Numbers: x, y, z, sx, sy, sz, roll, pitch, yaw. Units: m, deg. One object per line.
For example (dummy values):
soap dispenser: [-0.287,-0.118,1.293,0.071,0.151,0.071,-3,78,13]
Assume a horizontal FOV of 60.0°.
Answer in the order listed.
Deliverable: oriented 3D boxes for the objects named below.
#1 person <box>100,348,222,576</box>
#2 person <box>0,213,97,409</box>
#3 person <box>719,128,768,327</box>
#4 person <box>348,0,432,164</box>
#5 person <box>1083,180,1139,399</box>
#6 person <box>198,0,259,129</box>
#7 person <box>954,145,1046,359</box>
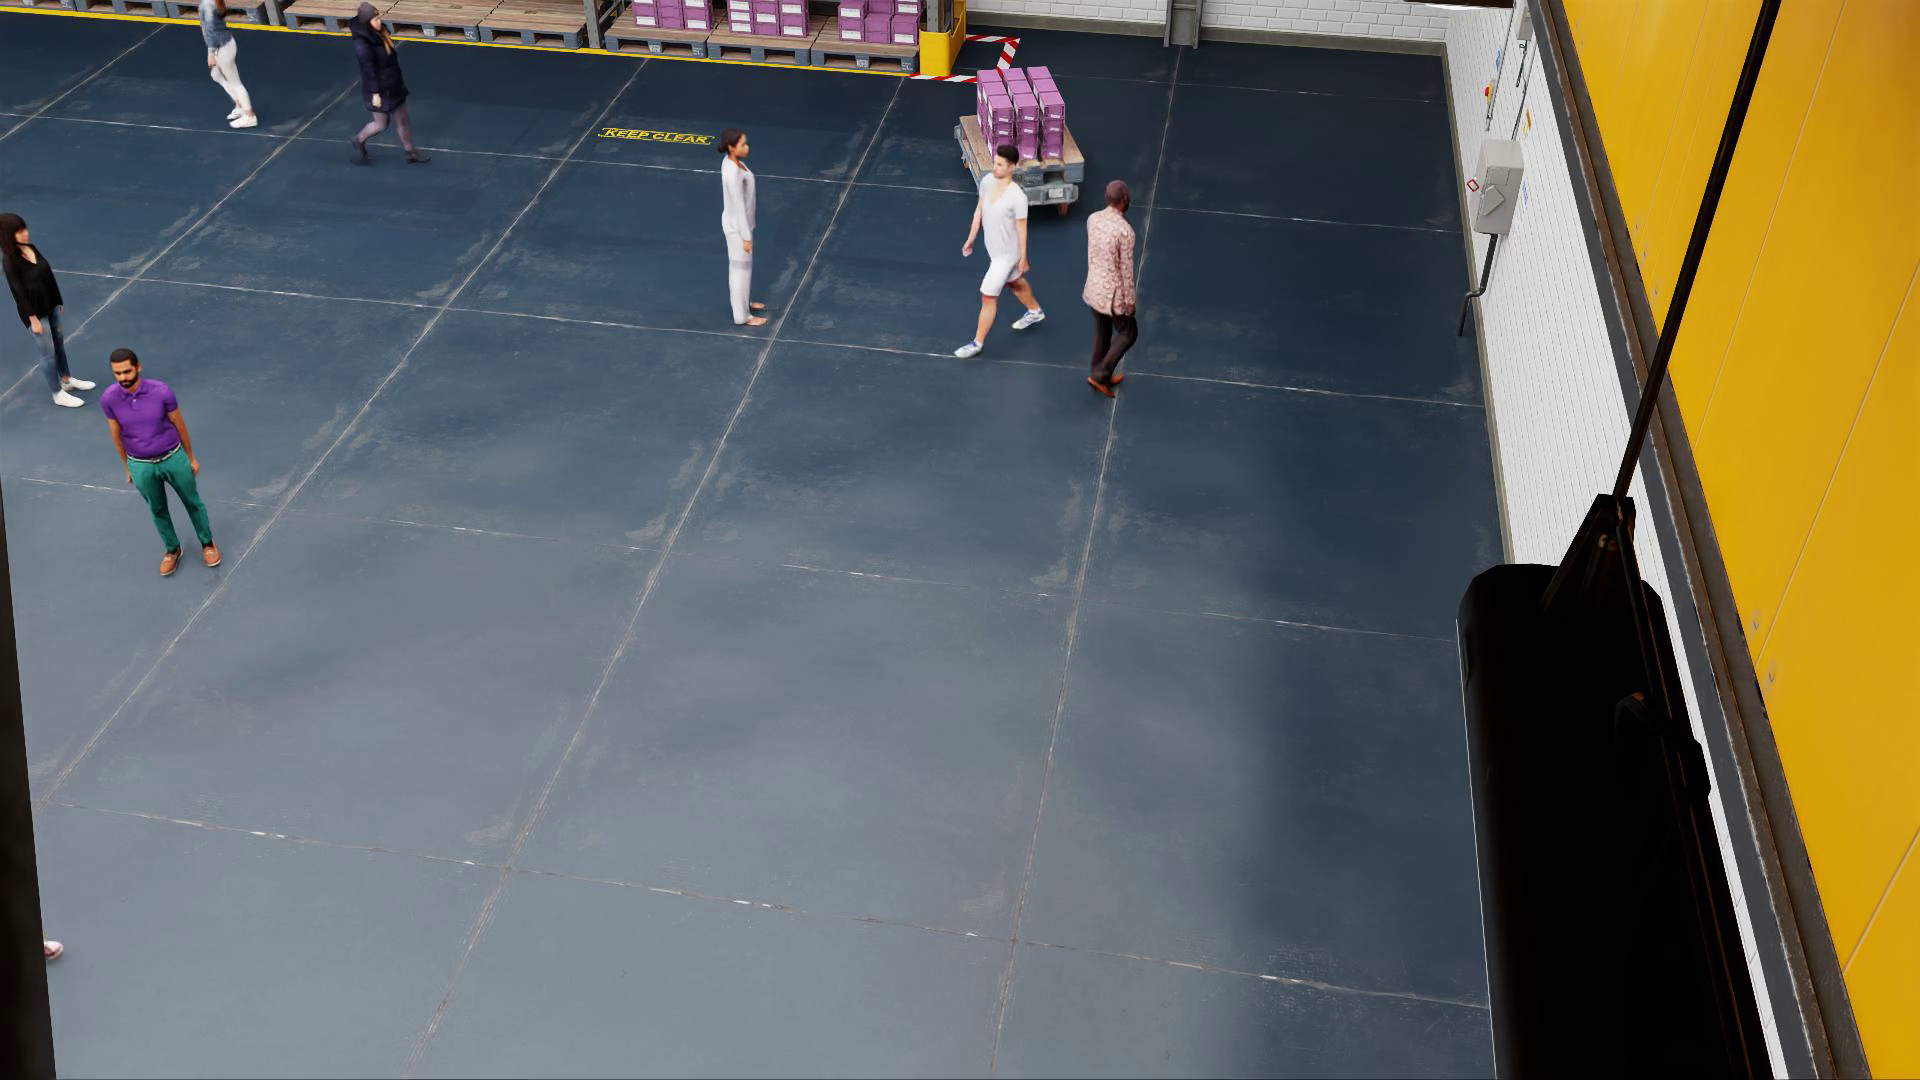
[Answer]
person: [-5.516,-0.564,11.451,0.648,1.767,0.767,-10,40,-13]
person: [-7.276,-1.833,13.138,0.574,1.644,0.616,-1,39,-1]
person: [-1.877,-2.670,14.112,0.654,1.736,0.697,-7,39,-8]
person: [-5.785,-4.484,16.447,0.996,1.657,0.681,4,39,6]
person: [1.112,-1.931,13.153,0.982,1.779,0.924,-19,42,-22]
person: [-7.512,-5.077,17.164,0.723,1.690,0.707,-12,40,-15]
person: [0.428,-2.430,13.754,1.312,1.809,1.209,-21,43,-24]
